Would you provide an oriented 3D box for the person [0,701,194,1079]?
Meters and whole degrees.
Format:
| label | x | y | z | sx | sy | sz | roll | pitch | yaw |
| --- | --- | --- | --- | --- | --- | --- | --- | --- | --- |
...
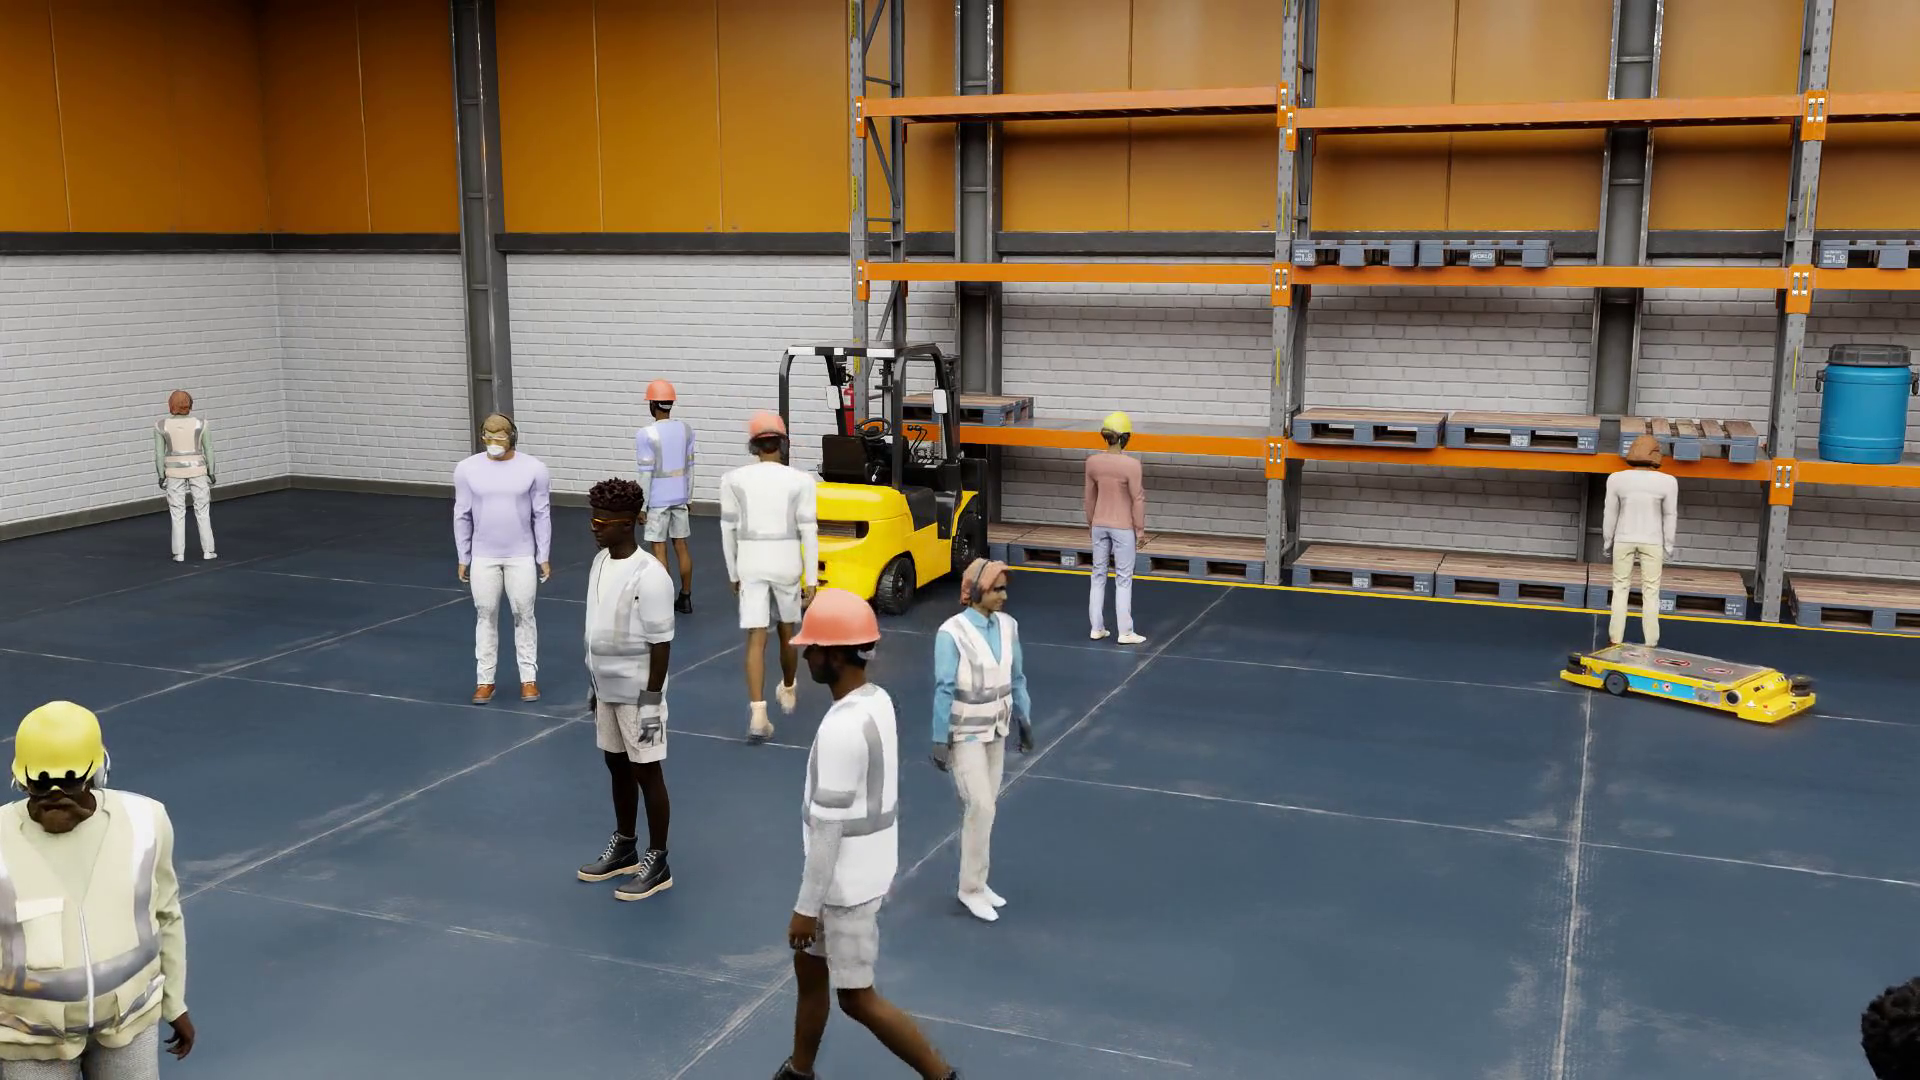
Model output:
| label | x | y | z | sx | sy | sz | roll | pitch | yaw |
| --- | --- | --- | --- | --- | --- | --- | --- | --- | --- |
| person | -2.416 | 1.321 | 4.567 | 0.586 | 1.823 | 0.403 | -8 | 13 | -38 |

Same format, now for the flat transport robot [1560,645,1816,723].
| label | x | y | z | sx | sy | sz | roll | pitch | yaw |
| --- | --- | --- | --- | --- | --- | --- | --- | --- | --- |
| flat transport robot | 4.841 | 0.923 | 11.106 | 0.652 | 0.197 | 1.431 | -9 | 14 | -41 |

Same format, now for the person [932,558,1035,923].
| label | x | y | z | sx | sy | sz | roll | pitch | yaw |
| --- | --- | --- | --- | --- | --- | --- | --- | --- | --- |
| person | 0.147 | 0.891 | 7.476 | 0.479 | 1.624 | 0.548 | 8 | 13 | 38 |

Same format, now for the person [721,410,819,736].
| label | x | y | z | sx | sy | sz | roll | pitch | yaw |
| --- | --- | --- | --- | --- | --- | --- | --- | --- | --- |
| person | -1.182 | 0.202 | 10.373 | 0.609 | 1.989 | 1.020 | -1 | 10 | -4 |

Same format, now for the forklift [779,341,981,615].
| label | x | y | z | sx | sy | sz | roll | pitch | yaw |
| --- | --- | --- | --- | --- | --- | --- | --- | --- | --- |
| forklift | -0.739 | -0.602 | 14.246 | 1.214 | 2.155 | 2.313 | 4 | 11 | 21 |

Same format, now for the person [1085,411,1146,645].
| label | x | y | z | sx | sy | sz | roll | pitch | yaw |
| --- | --- | --- | --- | --- | --- | --- | --- | --- | --- |
| person | 1.179 | -0.090 | 12.581 | 0.522 | 1.771 | 0.307 | 8 | 13 | 39 |

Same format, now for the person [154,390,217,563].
| label | x | y | z | sx | sy | sz | roll | pitch | yaw |
| --- | --- | --- | --- | --- | --- | --- | --- | --- | --- |
| person | -7.333 | -0.598 | 15.771 | 0.523 | 1.640 | 0.306 | -4 | 11 | -23 |

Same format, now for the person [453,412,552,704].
| label | x | y | z | sx | sy | sz | roll | pitch | yaw |
| --- | --- | --- | --- | --- | --- | --- | --- | --- | --- |
| person | -3.005 | 0.118 | 10.968 | 0.627 | 1.934 | 0.371 | -2 | 10 | -10 |

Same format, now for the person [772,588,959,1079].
| label | x | y | z | sx | sy | sz | roll | pitch | yaw |
| --- | --- | --- | --- | --- | --- | --- | --- | --- | --- |
| person | -0.349 | 1.102 | 5.558 | 0.884 | 1.909 | 0.565 | 1 | 10 | 5 |

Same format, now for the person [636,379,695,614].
| label | x | y | z | sx | sy | sz | roll | pitch | yaw |
| --- | --- | --- | --- | --- | --- | --- | --- | --- | --- |
| person | -2.397 | -0.333 | 13.464 | 0.357 | 1.937 | 0.551 | 9 | 14 | 41 |

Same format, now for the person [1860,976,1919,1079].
| label | x | y | z | sx | sy | sz | roll | pitch | yaw |
| --- | --- | --- | --- | --- | --- | --- | --- | --- | --- |
| person | 1.761 | 1.629 | 3.230 | 0.325 | 1.685 | 0.537 | 10 | 14 | 44 |

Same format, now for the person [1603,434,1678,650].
| label | x | y | z | sx | sy | sz | roll | pitch | yaw |
| --- | --- | --- | --- | --- | --- | --- | --- | --- | --- |
| person | 4.991 | 0.038 | 12.245 | 0.501 | 1.631 | 0.287 | 5 | 11 | 27 |

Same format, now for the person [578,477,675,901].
| label | x | y | z | sx | sy | sz | roll | pitch | yaw |
| --- | --- | --- | --- | --- | --- | --- | --- | --- | --- |
| person | -1.557 | 0.680 | 7.740 | 0.367 | 1.966 | 0.604 | -9 | 14 | -41 |
